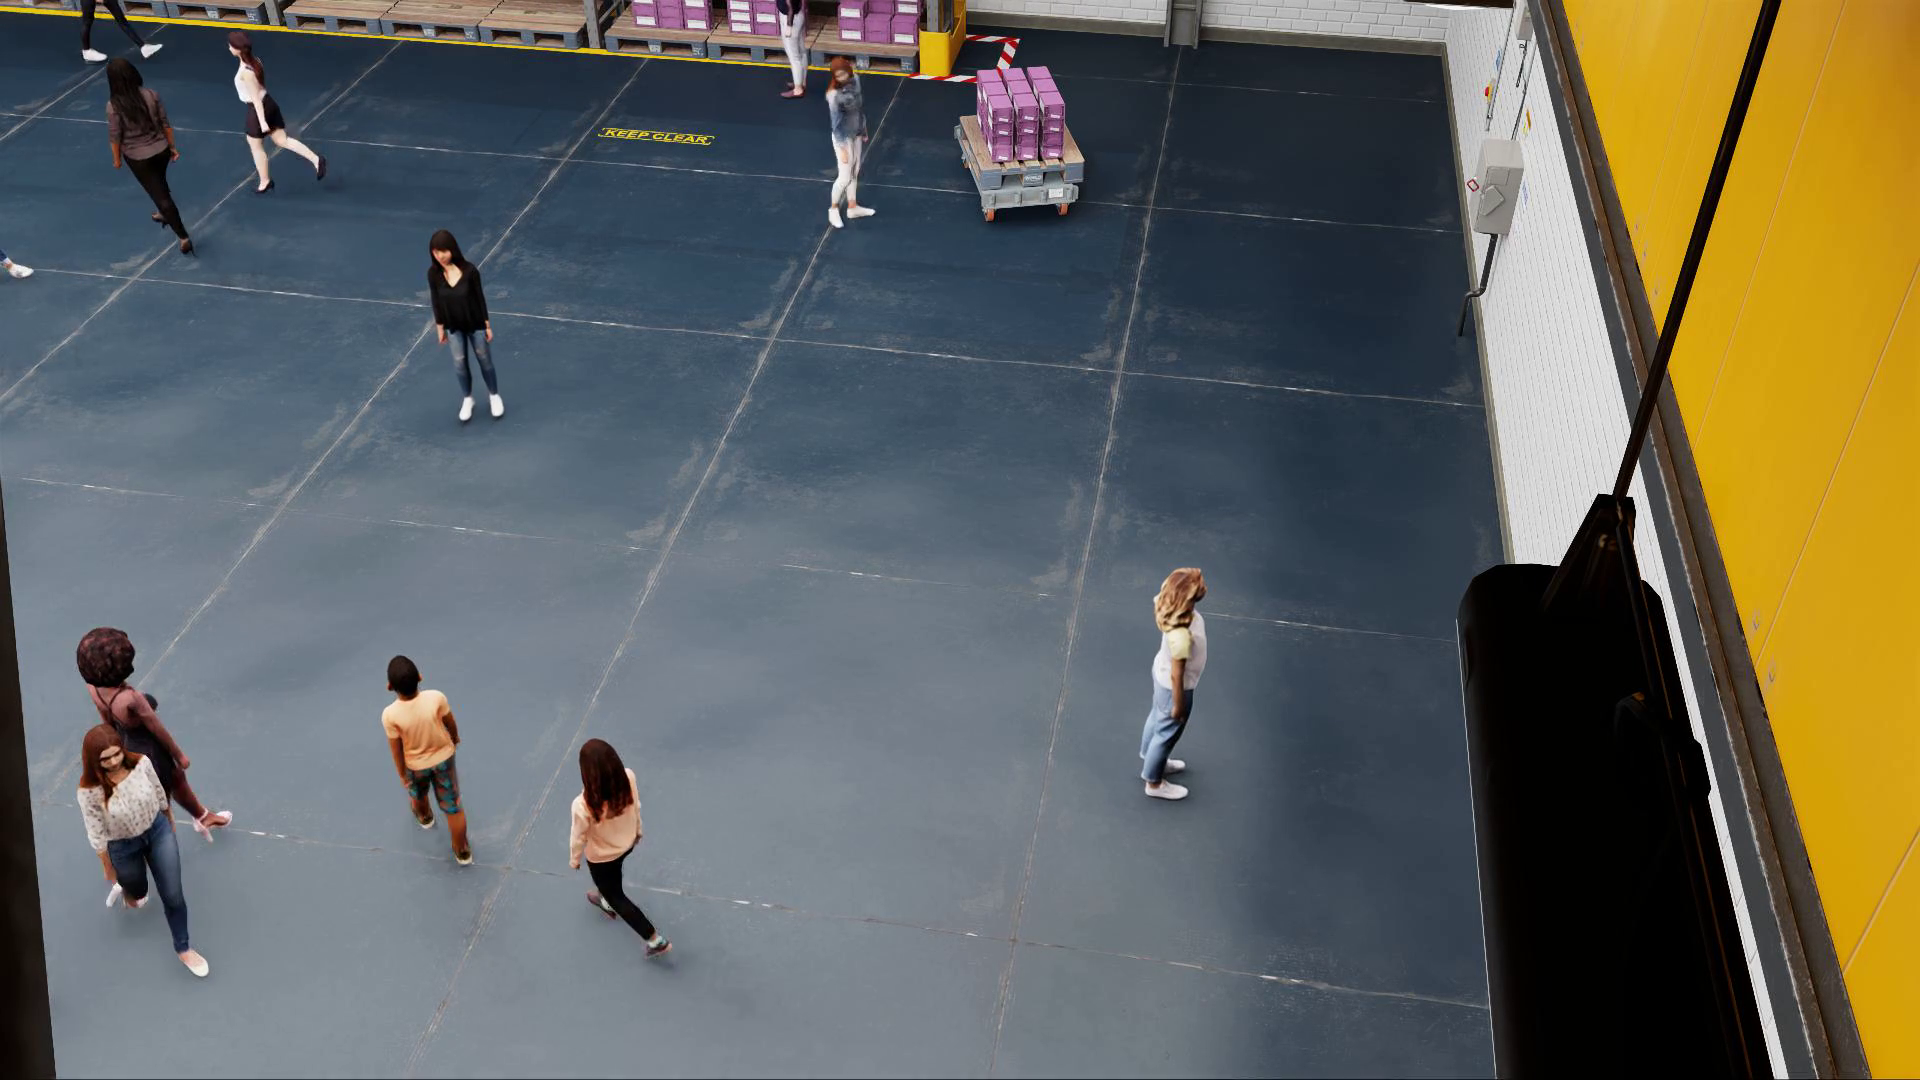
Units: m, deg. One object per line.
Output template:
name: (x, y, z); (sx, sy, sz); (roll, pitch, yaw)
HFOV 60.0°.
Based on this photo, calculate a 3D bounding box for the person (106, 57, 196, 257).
person: (-7.241, -3.391, 14.967); (1.225, 1.796, 1.011); (26, 45, 29)

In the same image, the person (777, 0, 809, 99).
person: (-1.809, -5.532, 17.800); (0.507, 1.607, 0.596); (7, 39, 9)

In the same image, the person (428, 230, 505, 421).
person: (-3.856, -1.699, 12.972); (0.547, 1.641, 0.675); (-5, 39, -6)

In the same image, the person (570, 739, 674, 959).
person: (-1.837, 1.670, 8.896); (1.027, 1.464, 0.818); (23, 44, 26)

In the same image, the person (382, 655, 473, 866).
person: (-2.983, 1.283, 9.399); (0.865, 1.441, 0.874); (-17, 42, -20)

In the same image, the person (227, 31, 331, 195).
person: (-6.598, -4.071, 15.957); (1.082, 1.623, 0.791); (-7, 39, -9)

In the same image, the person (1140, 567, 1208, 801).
person: (1.242, 0.832, 9.738); (0.619, 1.723, 0.671); (-2, 39, -3)

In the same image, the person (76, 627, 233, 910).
person: (-4.542, 1.285, 9.145); (1.103, 1.756, 0.880); (20, 43, 23)

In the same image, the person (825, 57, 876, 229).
person: (-1.040, -3.754, 15.522); (0.679, 1.671, 0.724); (6, 39, 8)

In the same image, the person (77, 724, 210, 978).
person: (-4.395, 1.566, 8.840); (0.959, 1.697, 1.121); (-31, 48, -33)

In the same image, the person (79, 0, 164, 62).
person: (-9.685, -6.078, 18.418); (1.198, 1.689, 0.776); (-1, 39, -2)
